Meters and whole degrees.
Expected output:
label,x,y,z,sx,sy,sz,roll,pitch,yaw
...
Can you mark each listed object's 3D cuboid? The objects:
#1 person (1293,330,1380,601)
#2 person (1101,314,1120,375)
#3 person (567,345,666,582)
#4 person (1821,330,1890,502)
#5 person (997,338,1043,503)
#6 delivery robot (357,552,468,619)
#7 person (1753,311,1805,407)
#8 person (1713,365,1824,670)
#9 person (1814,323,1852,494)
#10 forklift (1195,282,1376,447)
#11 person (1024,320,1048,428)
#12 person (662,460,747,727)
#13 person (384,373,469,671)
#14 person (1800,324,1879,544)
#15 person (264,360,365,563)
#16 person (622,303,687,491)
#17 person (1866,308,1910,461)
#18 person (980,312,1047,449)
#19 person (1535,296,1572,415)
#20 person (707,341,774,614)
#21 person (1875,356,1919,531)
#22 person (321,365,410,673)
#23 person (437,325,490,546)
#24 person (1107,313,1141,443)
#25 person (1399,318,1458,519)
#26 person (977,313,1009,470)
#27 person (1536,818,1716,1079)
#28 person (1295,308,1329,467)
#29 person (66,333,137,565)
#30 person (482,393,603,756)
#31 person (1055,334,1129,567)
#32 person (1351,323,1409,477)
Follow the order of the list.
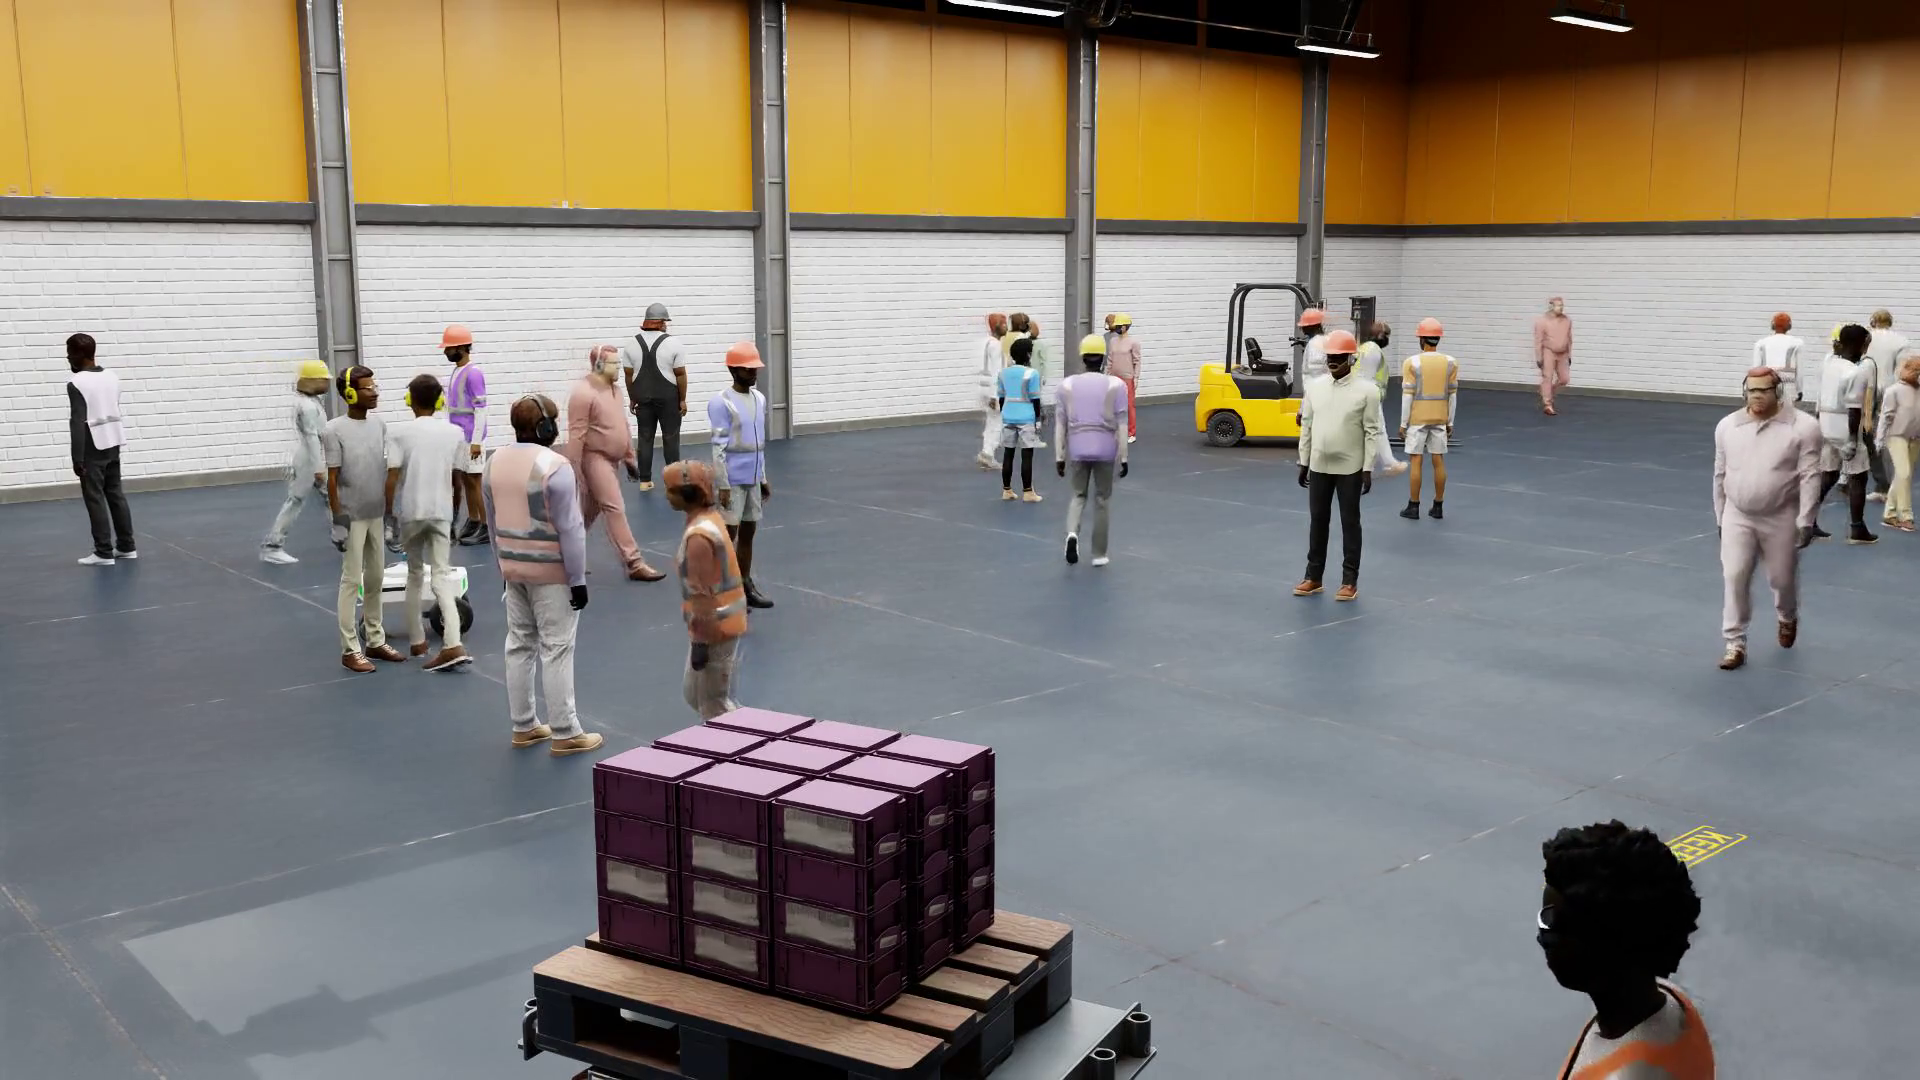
label,x,y,z,sx,sy,sz,roll,pitch,yaw
person,2.778,-0.550,12.290,0.610,1.996,0.378,7,12,37
person,2.369,-2.692,25.892,0.264,1.632,0.507,-6,11,-31
person,-2.805,-0.606,13.056,1.014,1.852,0.663,2,10,14
person,9.173,-1.278,17.134,0.983,1.793,0.533,4,10,21
person,0.618,-1.222,17.102,0.535,1.697,0.318,7,12,37
delivery robot,-3.669,0.321,11.131,0.707,0.478,0.477,-4,10,-20
person,9.961,-1.856,20.330,0.792,1.865,0.569,-9,13,-43
person,5.020,-0.160,10.378,0.646,1.873,0.847,7,12,36
person,9.418,-1.410,17.830,0.403,1.824,0.586,-4,11,-23
forklift,4.328,-2.346,22.227,2.313,2.155,1.214,3,10,16
person,1.051,-2.369,24.060,0.505,1.622,0.429,6,12,33
person,-1.145,0.426,7.679,0.382,1.621,0.513,-1,10,-8
person,-3.300,-0.117,10.296,0.529,1.820,0.812,-4,11,-24
person,7.816,-0.944,14.764,0.663,1.934,0.624,-1,10,-6
person,-5.353,-0.640,13.715,0.890,1.686,0.496,-2,10,-13
person,-3.258,-1.548,18.005,0.687,2.000,0.535,2,10,10
person,10.892,-1.789,19.783,0.646,1.910,0.429,6,12,33
person,0.709,-2.088,21.845,0.869,1.816,0.632,-5,11,-29
person,9.506,-2.942,26.581,0.674,1.892,0.421,-2,10,-14
person,-1.539,-0.444,11.837,0.373,1.939,0.545,6,11,32
person,8.781,-0.875,15.294,0.516,1.609,0.694,-2,10,-10
person,-3.659,-0.134,10.221,0.325,1.873,0.517,4,10,22
person,-4.355,-0.916,14.609,0.373,1.933,0.551,-7,12,-35
person,2.201,-2.191,22.571,0.533,1.767,0.327,9,13,42
person,4.500,-1.163,16.055,0.551,1.935,0.362,-1,10,-7
person,0.435,-1.735,19.602,0.420,1.865,0.615,-1,10,-5
person,1.115,1.266,2.581,0.496,1.679,0.552,4,11,23
person,4.185,-1.787,19.753,0.416,1.919,0.619,3,10,16
person,-7.090,-0.744,13.696,0.384,1.908,0.600,1,10,6
person,-2.121,0.179,8.480,0.630,1.843,0.429,6,12,33
person,1.062,-0.708,13.477,0.600,1.913,0.558,3,10,17
person,4.698,-1.589,19.044,0.970,1.770,0.636,-1,10,-8
